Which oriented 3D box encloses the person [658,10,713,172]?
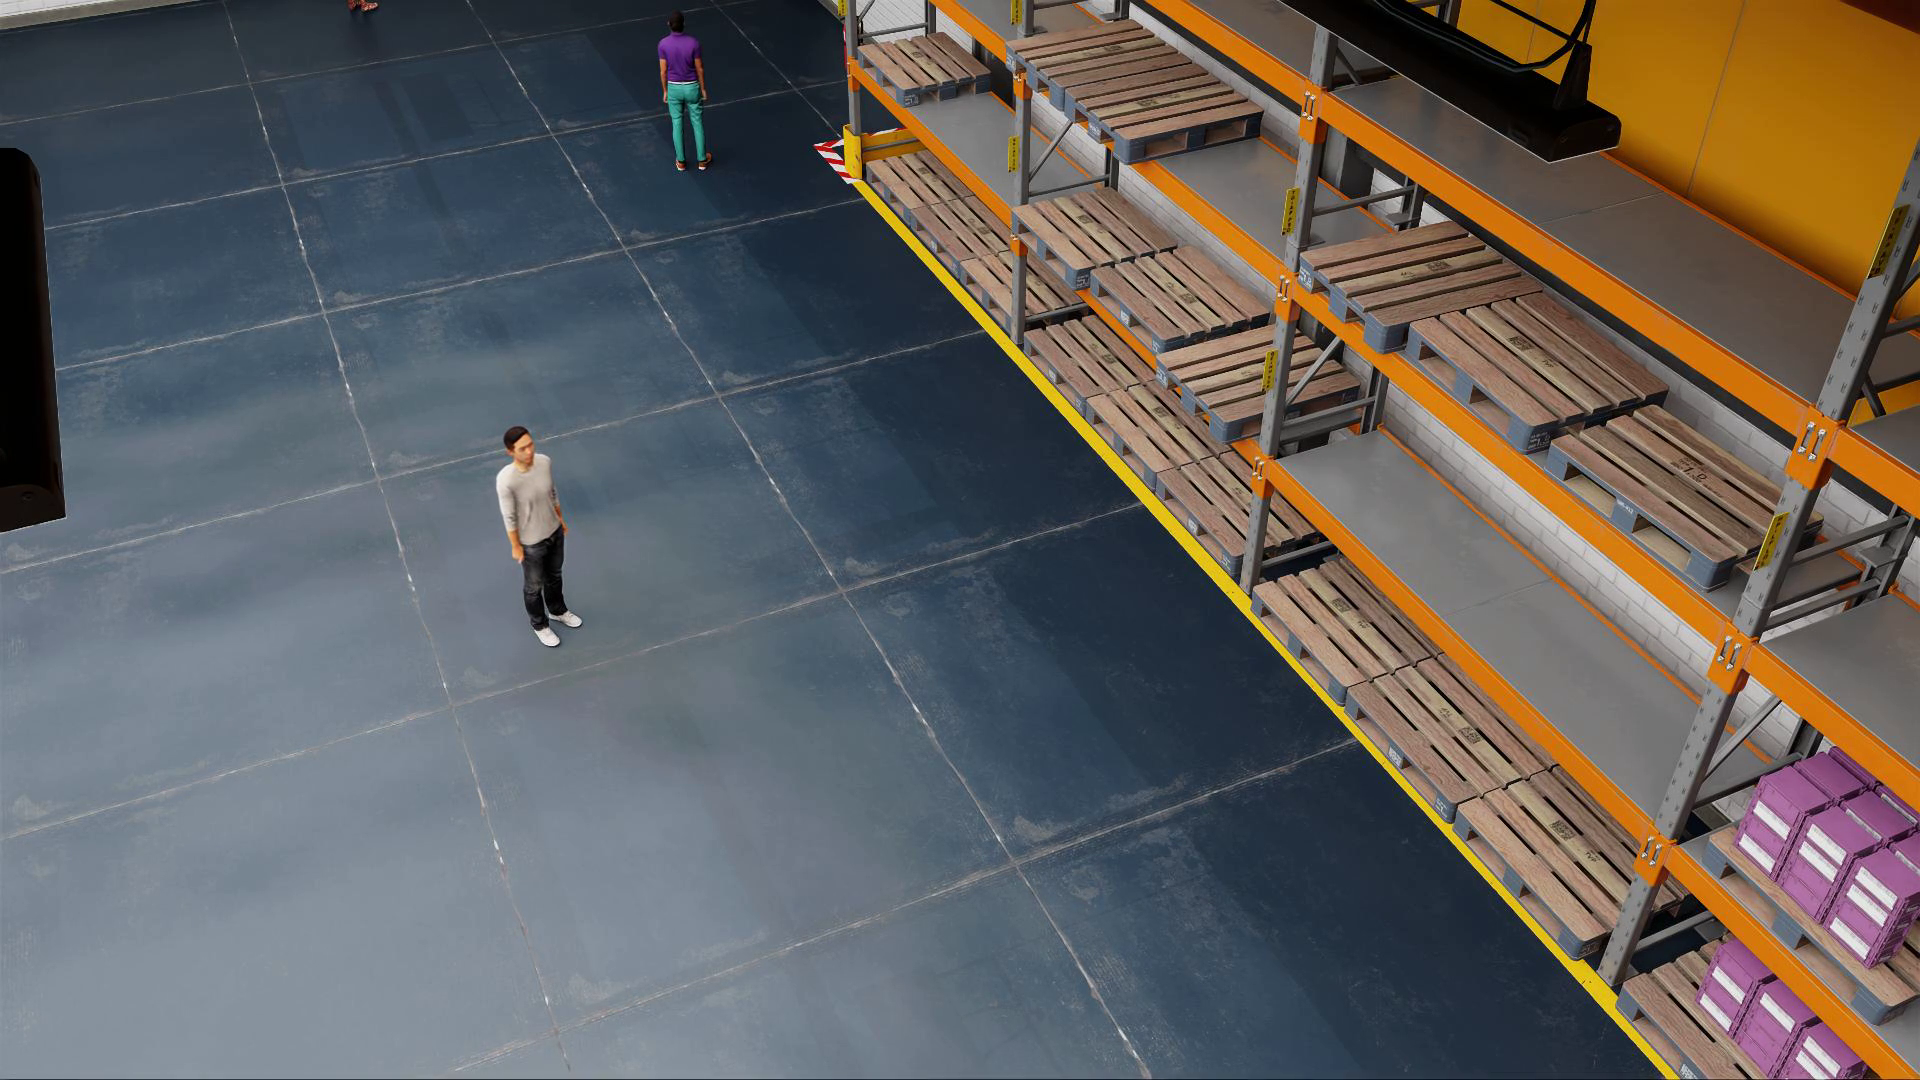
[{"bbox_3d":[-2.997,-4.881,18.056,0.705,1.768,0.674,-3,39,-4],"label":"person"}]

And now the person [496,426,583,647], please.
[{"bbox_3d":[-3.060,-0.058,11.981,0.733,1.812,0.730,23,44,26],"label":"person"}]

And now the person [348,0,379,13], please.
[{"bbox_3d":[-8.031,-7.774,21.718,0.654,1.718,0.735,18,42,21],"label":"person"}]
